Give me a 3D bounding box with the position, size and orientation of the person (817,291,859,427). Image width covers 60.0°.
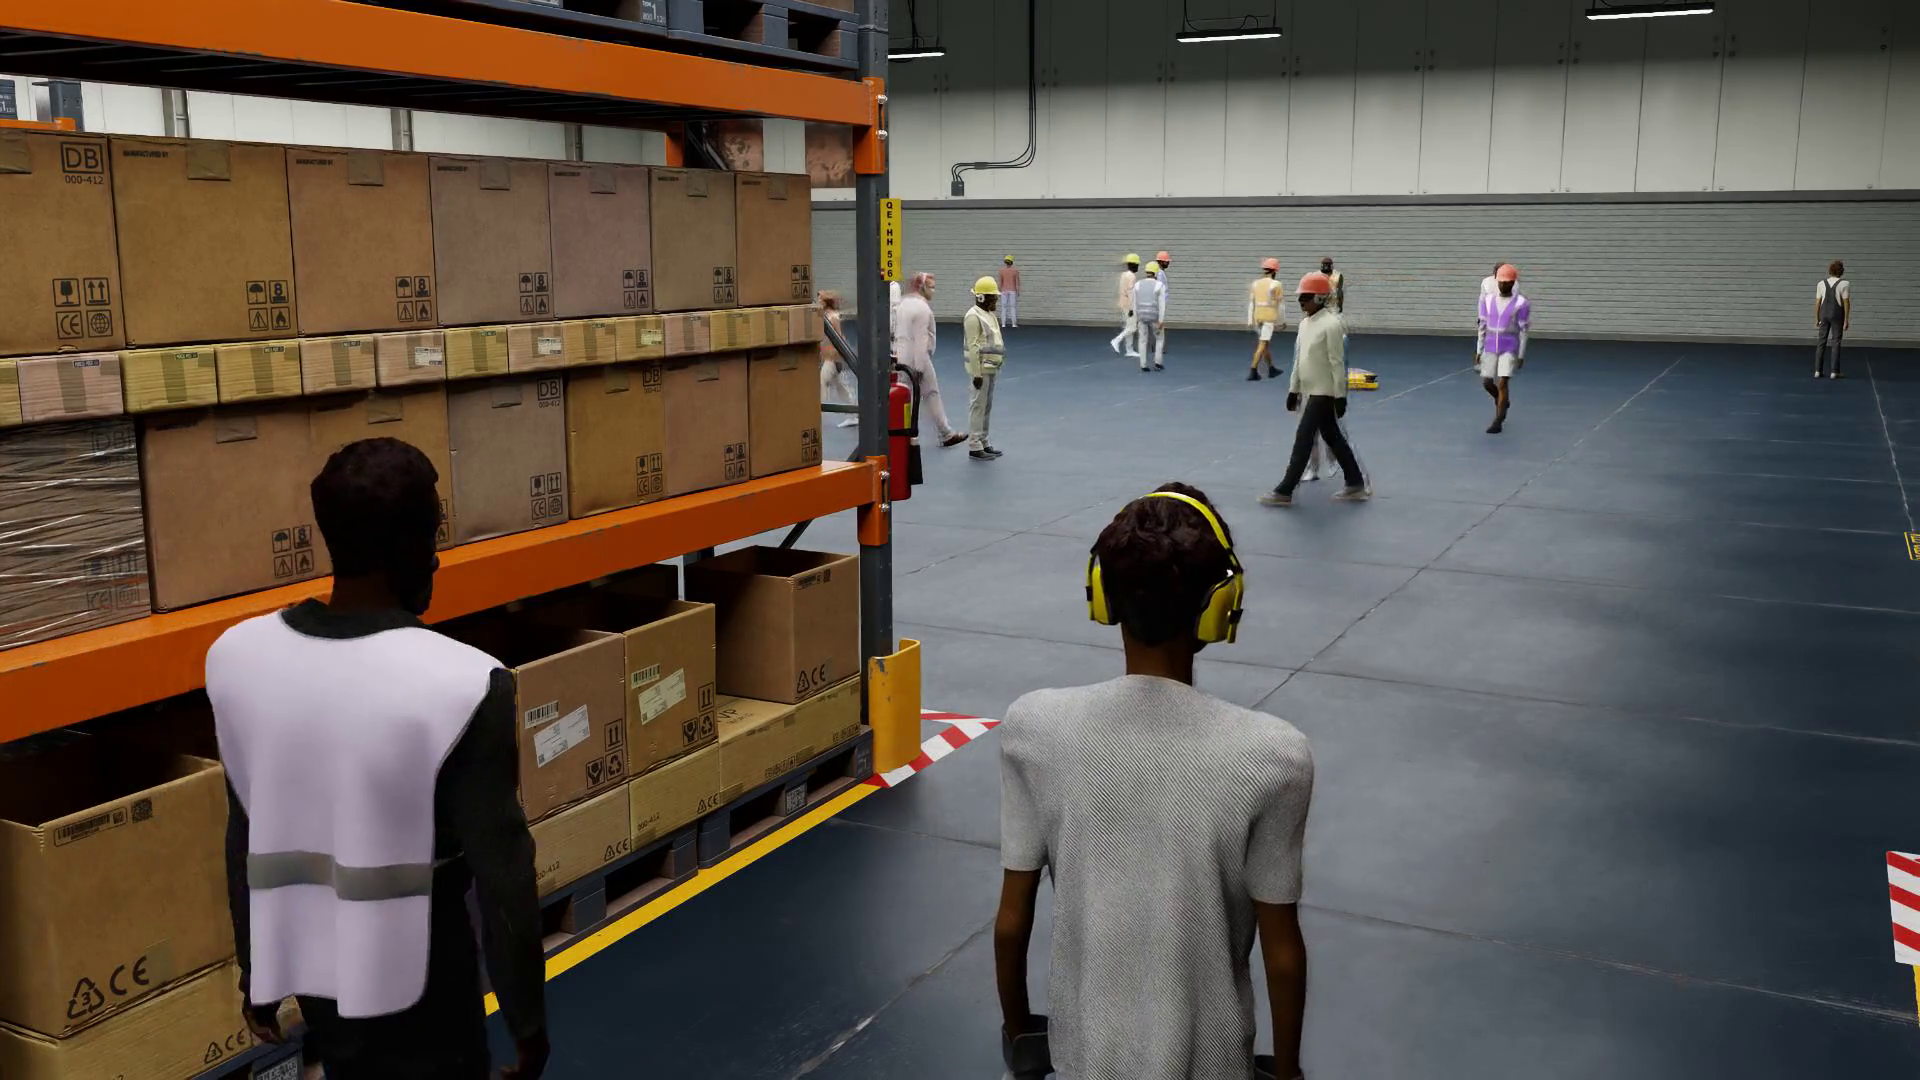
[{"bbox_3d":[-1.559,-2.081,19.277,0.863,1.597,0.510,-3,11,-16],"label":"person"}]

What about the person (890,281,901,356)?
[{"bbox_3d":[-1.001,-2.975,23.237,0.354,1.942,0.545,-4,11,-18],"label":"person"}]

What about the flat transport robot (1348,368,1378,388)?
[{"bbox_3d":[5.741,-2.419,24.765,0.652,0.197,1.431,0,10,1],"label":"flat transport robot"}]

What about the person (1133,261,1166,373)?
[{"bbox_3d":[3.139,-3.649,27.275,0.597,1.810,0.632,6,12,28],"label":"person"}]

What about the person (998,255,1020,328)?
[{"bbox_3d":[1.186,-6.008,40.254,0.523,1.769,0.313,2,11,12],"label":"person"}]

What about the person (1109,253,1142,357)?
[{"bbox_3d":[3.082,-4.324,30.658,0.533,1.913,0.604,-1,10,-6],"label":"person"}]

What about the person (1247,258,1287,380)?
[{"bbox_3d":[4.788,-3.437,25.940,0.967,1.883,0.539,-9,14,-39],"label":"person"}]

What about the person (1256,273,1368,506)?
[{"bbox_3d":[3.012,-1.257,13.902,1.036,1.941,0.640,-2,11,-10],"label":"person"}]

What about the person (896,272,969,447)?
[{"bbox_3d":[-0.380,-1.861,17.400,0.996,1.842,0.630,-6,12,-29],"label":"person"}]

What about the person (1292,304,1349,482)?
[{"bbox_3d":[3.264,-1.333,15.135,0.536,1.626,0.358,7,12,32],"label":"person"}]

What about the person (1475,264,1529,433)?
[{"bbox_3d":[6.215,-2.190,19.015,0.565,1.920,0.675,8,13,38],"label":"person"}]

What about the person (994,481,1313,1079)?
[{"bbox_3d":[0.298,0.841,2.627,0.512,1.872,0.330,4,11,21],"label":"person"}]

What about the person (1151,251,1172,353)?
[{"bbox_3d":[3.845,-4.536,31.760,0.373,1.934,0.551,1,10,6],"label":"person"}]

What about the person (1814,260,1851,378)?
[{"bbox_3d":[13.749,-3.473,26.217,0.346,1.847,0.505,-9,14,-41],"label":"person"}]

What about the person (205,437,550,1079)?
[{"bbox_3d":[-1.012,0.767,2.940,0.624,1.902,0.460,3,11,18],"label":"person"}]

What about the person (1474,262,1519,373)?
[{"bbox_3d":[8.691,-3.601,27.020,0.639,1.804,0.859,6,12,31],"label":"person"}]

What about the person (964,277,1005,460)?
[{"bbox_3d":[0.251,-1.717,16.704,0.403,1.829,0.610,3,11,18],"label":"person"}]

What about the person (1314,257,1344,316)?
[{"bbox_3d":[7.023,-4.502,31.881,0.640,1.822,0.595,2,11,12],"label":"person"}]
